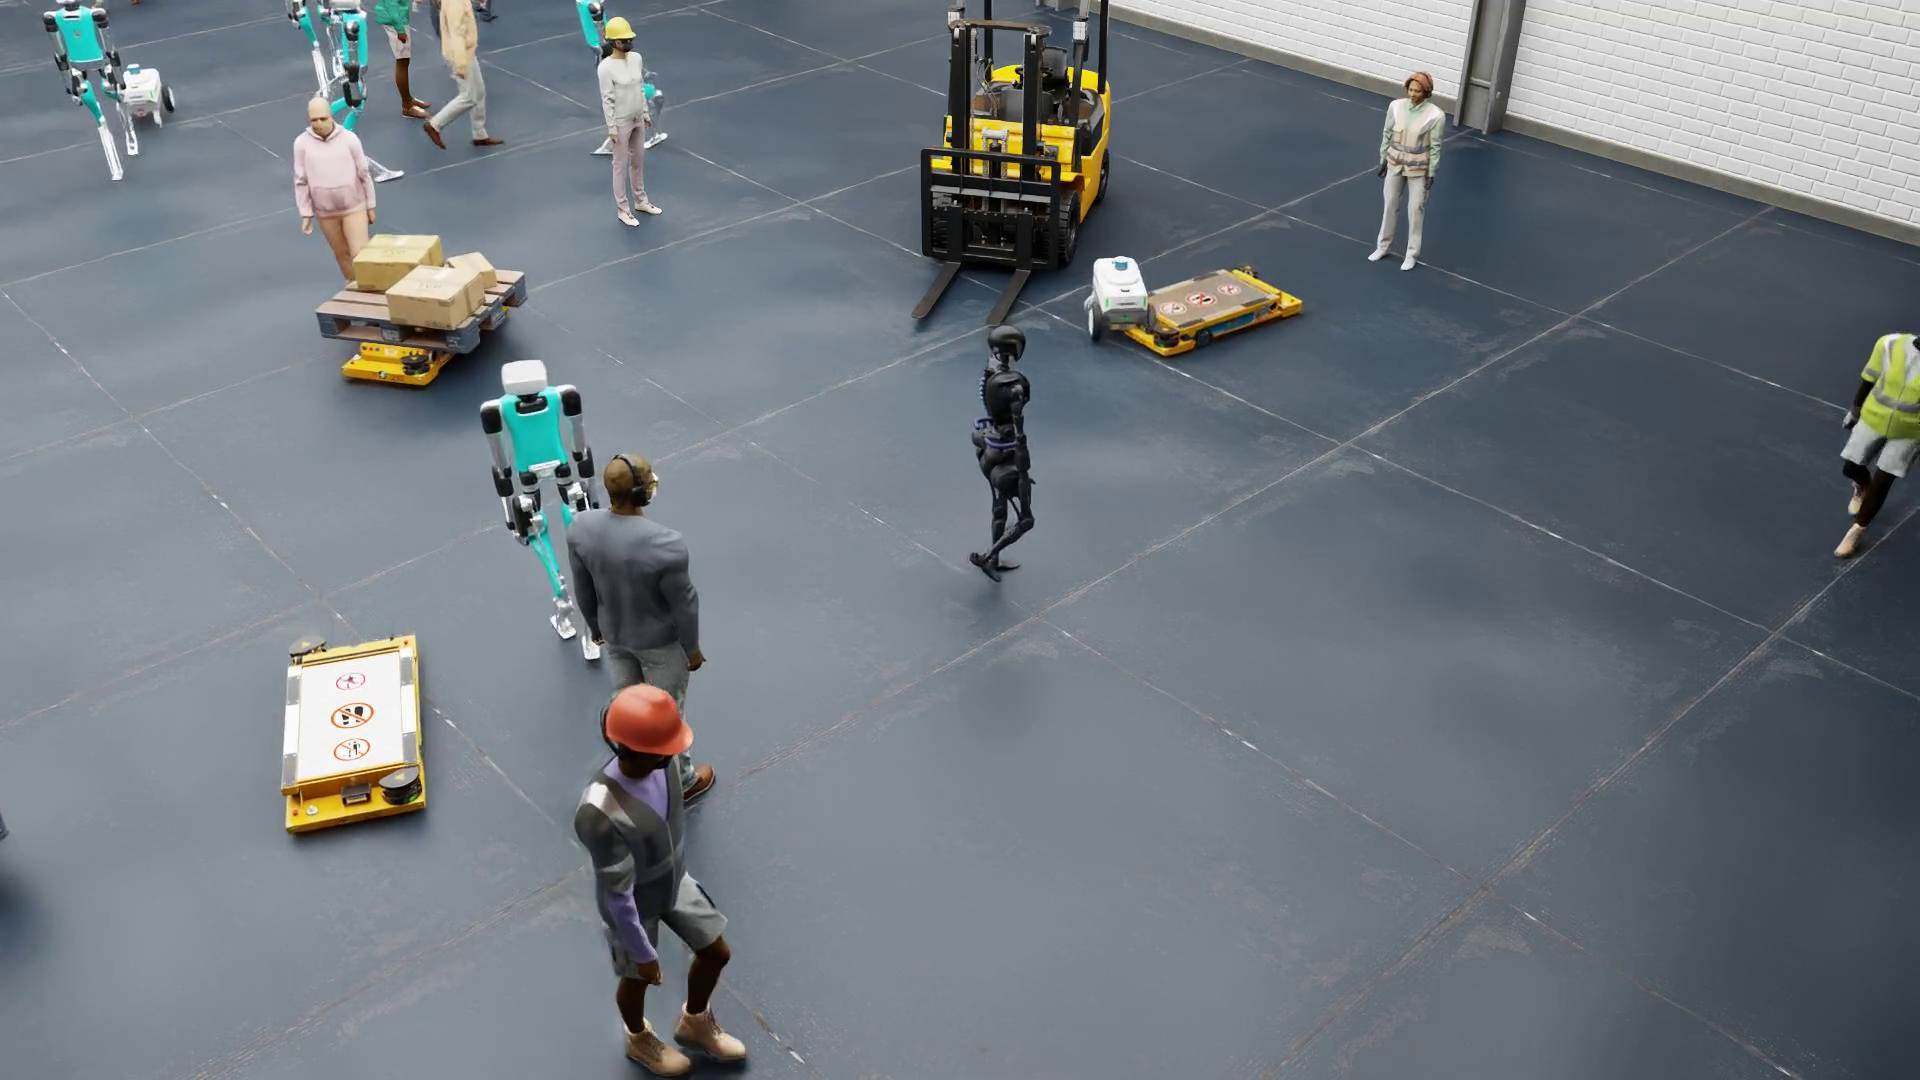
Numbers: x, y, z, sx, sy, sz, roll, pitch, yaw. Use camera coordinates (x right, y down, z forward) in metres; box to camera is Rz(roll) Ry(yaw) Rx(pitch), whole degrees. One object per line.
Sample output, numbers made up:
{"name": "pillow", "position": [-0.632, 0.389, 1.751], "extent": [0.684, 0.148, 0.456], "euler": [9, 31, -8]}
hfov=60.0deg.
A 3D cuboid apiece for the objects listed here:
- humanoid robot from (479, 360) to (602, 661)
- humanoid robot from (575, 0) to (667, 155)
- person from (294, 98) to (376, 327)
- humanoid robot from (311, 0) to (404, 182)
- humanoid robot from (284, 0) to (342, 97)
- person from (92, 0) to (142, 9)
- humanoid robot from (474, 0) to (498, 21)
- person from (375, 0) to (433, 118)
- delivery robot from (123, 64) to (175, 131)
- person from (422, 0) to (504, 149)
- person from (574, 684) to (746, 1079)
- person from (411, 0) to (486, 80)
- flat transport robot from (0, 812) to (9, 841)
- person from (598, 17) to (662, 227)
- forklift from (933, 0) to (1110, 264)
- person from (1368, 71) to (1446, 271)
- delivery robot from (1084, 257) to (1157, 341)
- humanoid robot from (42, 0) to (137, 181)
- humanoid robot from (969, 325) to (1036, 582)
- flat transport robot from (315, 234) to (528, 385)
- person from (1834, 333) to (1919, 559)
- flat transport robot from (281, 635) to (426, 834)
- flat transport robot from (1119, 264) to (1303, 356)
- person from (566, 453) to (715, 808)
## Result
{"name": "humanoid robot", "position": [-2.168, -0.068, 8.929], "extent": [0.550, 1.779, 0.783], "euler": [-12, 35, -18]}
{"name": "humanoid robot", "position": [-3.147, -4.492, 15.757], "extent": [0.967, 1.751, 0.530], "euler": [-17, 37, -24]}
{"name": "person", "position": [-4.711, -2.463, 12.603], "extent": [0.545, 1.746, 0.801], "euler": [-6, 34, -9]}
{"name": "humanoid robot", "position": [-5.685, -4.056, 15.101], "extent": [0.937, 1.767, 0.550], "euler": [-6, 34, -10]}
{"name": "humanoid robot", "position": [-6.819, -5.648, 17.565], "extent": [0.535, 1.785, 1.040], "euler": [-8, 34, -11]}
{"name": "person", "position": [-10.292, -7.151, 19.921], "extent": [0.466, 1.613, 0.829], "euler": [27, 42, 35]}
{"name": "humanoid robot", "position": [-5.693, -7.010, 19.649], "extent": [0.596, 1.647, 0.377], "euler": [9, 34, 13]}
{"name": "person", "position": [-5.651, -5.189, 16.700], "extent": [0.396, 1.849, 0.494], "euler": [-8, 34, -11]}
{"name": "delivery robot", "position": [-8.296, -4.512, 16.859], "extent": [0.499, 0.608, 0.797], "euler": [-10, 34, -15]}
{"name": "person", "position": [-4.834, -4.614, 15.820], "extent": [0.655, 1.847, 0.584], "euler": [-7, 34, -10]}
{"name": "person", "position": [-1.146, 1.388, 6.439], "extent": [0.652, 2.014, 0.605], "euler": [16, 36, 23]}
{"name": "person", "position": [-5.334, -5.687, 17.468], "extent": [0.822, 1.841, 0.589], "euler": [-24, 40, -32]}
{"name": "flat transport robot", "position": [-5.231, 1.541, 7.804], "extent": [1.431, 0.231, 0.659], "euler": [26, 41, 34]}
{"name": "person", "position": [-2.864, -3.615, 14.353], "extent": [0.300, 1.772, 0.524], "euler": [17, 37, 25]}
{"name": "forklift", "position": [0.570, -3.725, 14.138], "extent": [1.214, 2.155, 2.313], "euler": [9, 34, 13]}
{"name": "person", "position": [3.653, -3.013, 13.555], "extent": [0.519, 1.632, 0.313], "euler": [25, 40, 33]}
{"name": "delivery robot", "position": [1.222, -1.863, 12.787], "extent": [0.520, 0.608, 0.779], "euler": [-2, 33, -2]}
{"name": "humanoid robot", "position": [-8.021, -4.328, 15.510], "extent": [0.536, 1.773, 0.995], "euler": [-9, 34, -14]}
{"name": "humanoid robot", "position": [0.228, -0.498, 9.648], "extent": [0.402, 1.651, 0.584], "euler": [-11, 35, -17]}
{"name": "flat transport robot", "position": [-4.031, -1.598, 12.630], "extent": [0.659, 0.231, 1.431], "euler": [7, 34, 11]}
{"name": "person", "position": [5.607, -0.701, 9.955], "extent": [0.553, 1.671, 0.555], "euler": [27, 42, 35]}
{"name": "flat transport robot", "position": [-3.169, 0.954, 8.707], "extent": [0.659, 0.231, 1.431], "euler": [-9, 34, -14]}
{"name": "flat transport robot", "position": [1.924, -1.794, 12.931], "extent": [1.431, 0.231, 0.659], "euler": [-21, 38, -29]}
{"name": "person", "position": [-1.517, 0.453, 7.950], "extent": [0.630, 1.936, 0.360], "euler": [12, 35, 18]}
